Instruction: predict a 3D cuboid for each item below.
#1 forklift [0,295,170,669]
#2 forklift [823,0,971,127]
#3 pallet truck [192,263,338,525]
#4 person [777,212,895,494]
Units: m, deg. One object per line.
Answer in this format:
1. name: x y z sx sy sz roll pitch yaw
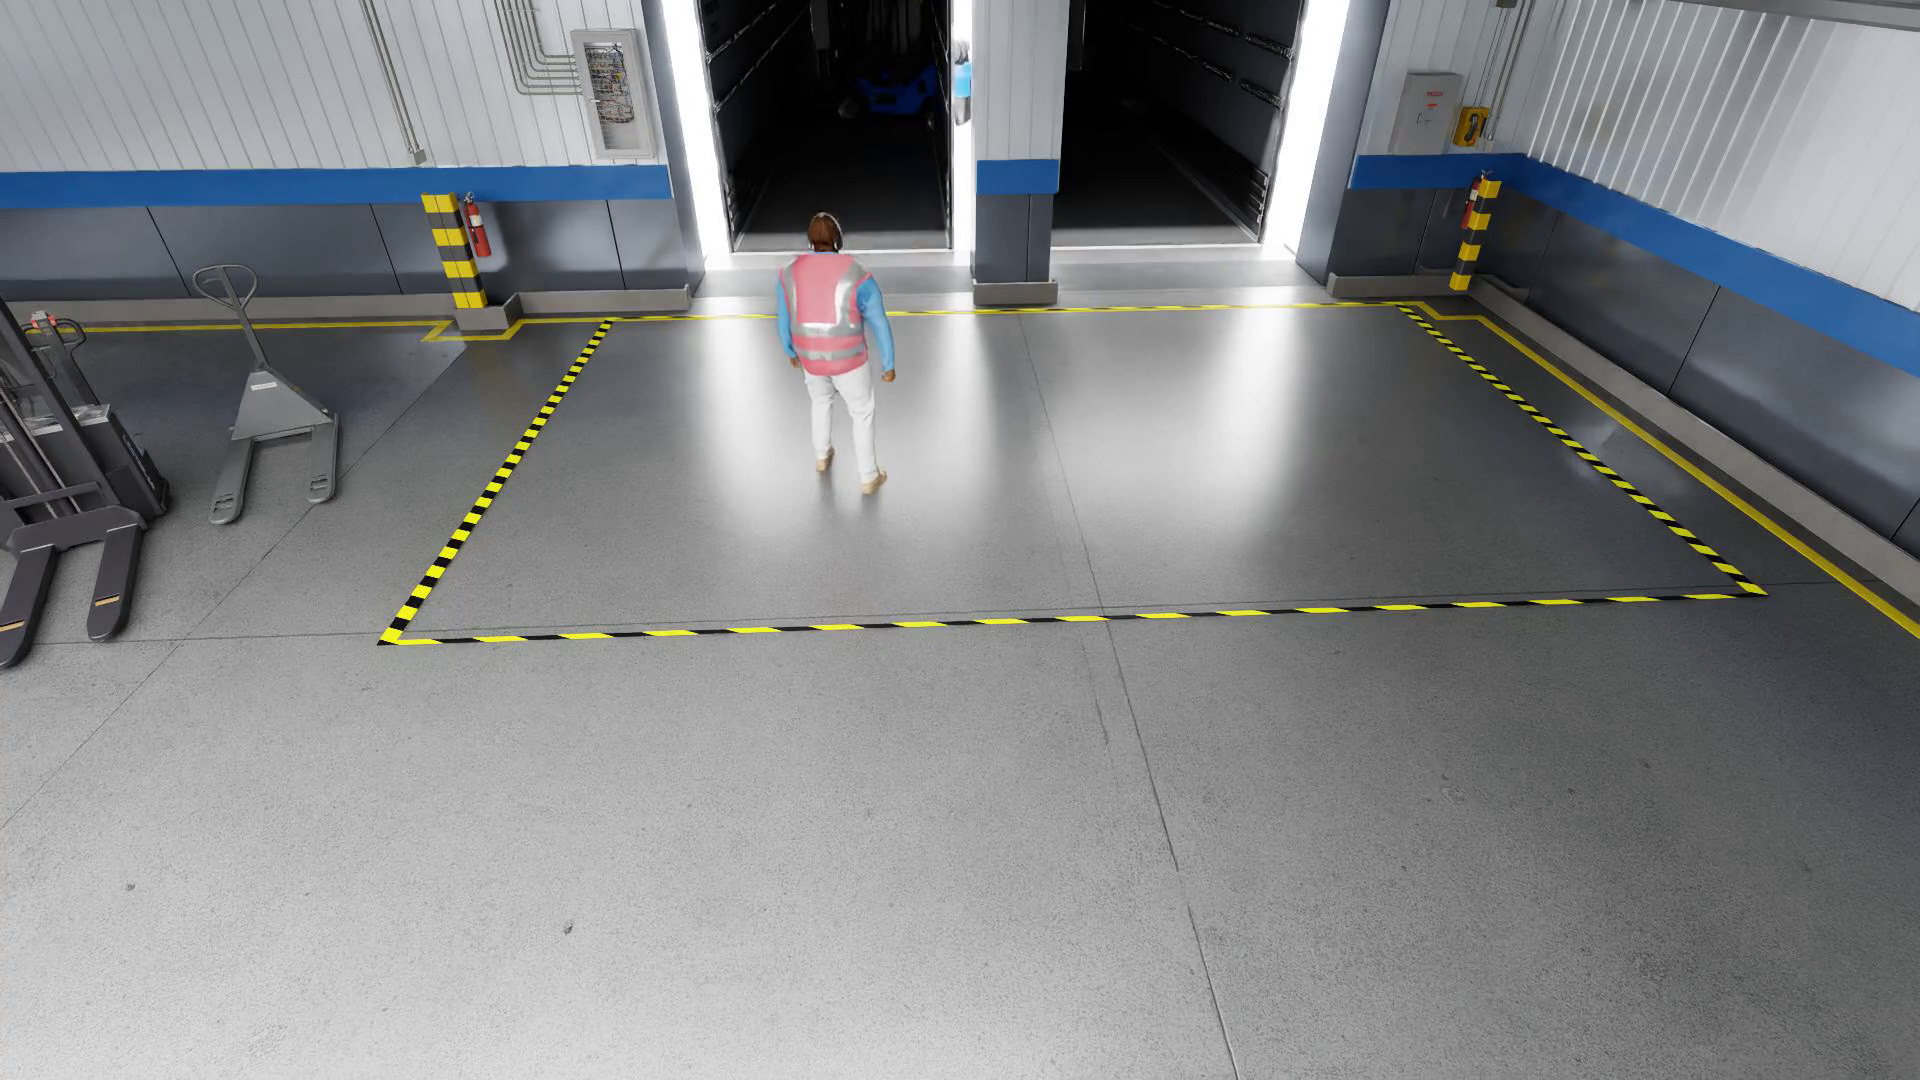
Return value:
1. forklift: -5.212 -0.618 4.878 0.823 1.965 1.885 -20 39 -26
2. forklift: -0.956 -8.283 15.580 2.680 2.036 1.157 13 37 18
3. pallet truck: -4.778 -1.027 6.128 0.680 1.201 1.601 -17 38 -23
4. person: -0.815 -1.189 5.949 0.804 1.729 0.581 8 36 12
